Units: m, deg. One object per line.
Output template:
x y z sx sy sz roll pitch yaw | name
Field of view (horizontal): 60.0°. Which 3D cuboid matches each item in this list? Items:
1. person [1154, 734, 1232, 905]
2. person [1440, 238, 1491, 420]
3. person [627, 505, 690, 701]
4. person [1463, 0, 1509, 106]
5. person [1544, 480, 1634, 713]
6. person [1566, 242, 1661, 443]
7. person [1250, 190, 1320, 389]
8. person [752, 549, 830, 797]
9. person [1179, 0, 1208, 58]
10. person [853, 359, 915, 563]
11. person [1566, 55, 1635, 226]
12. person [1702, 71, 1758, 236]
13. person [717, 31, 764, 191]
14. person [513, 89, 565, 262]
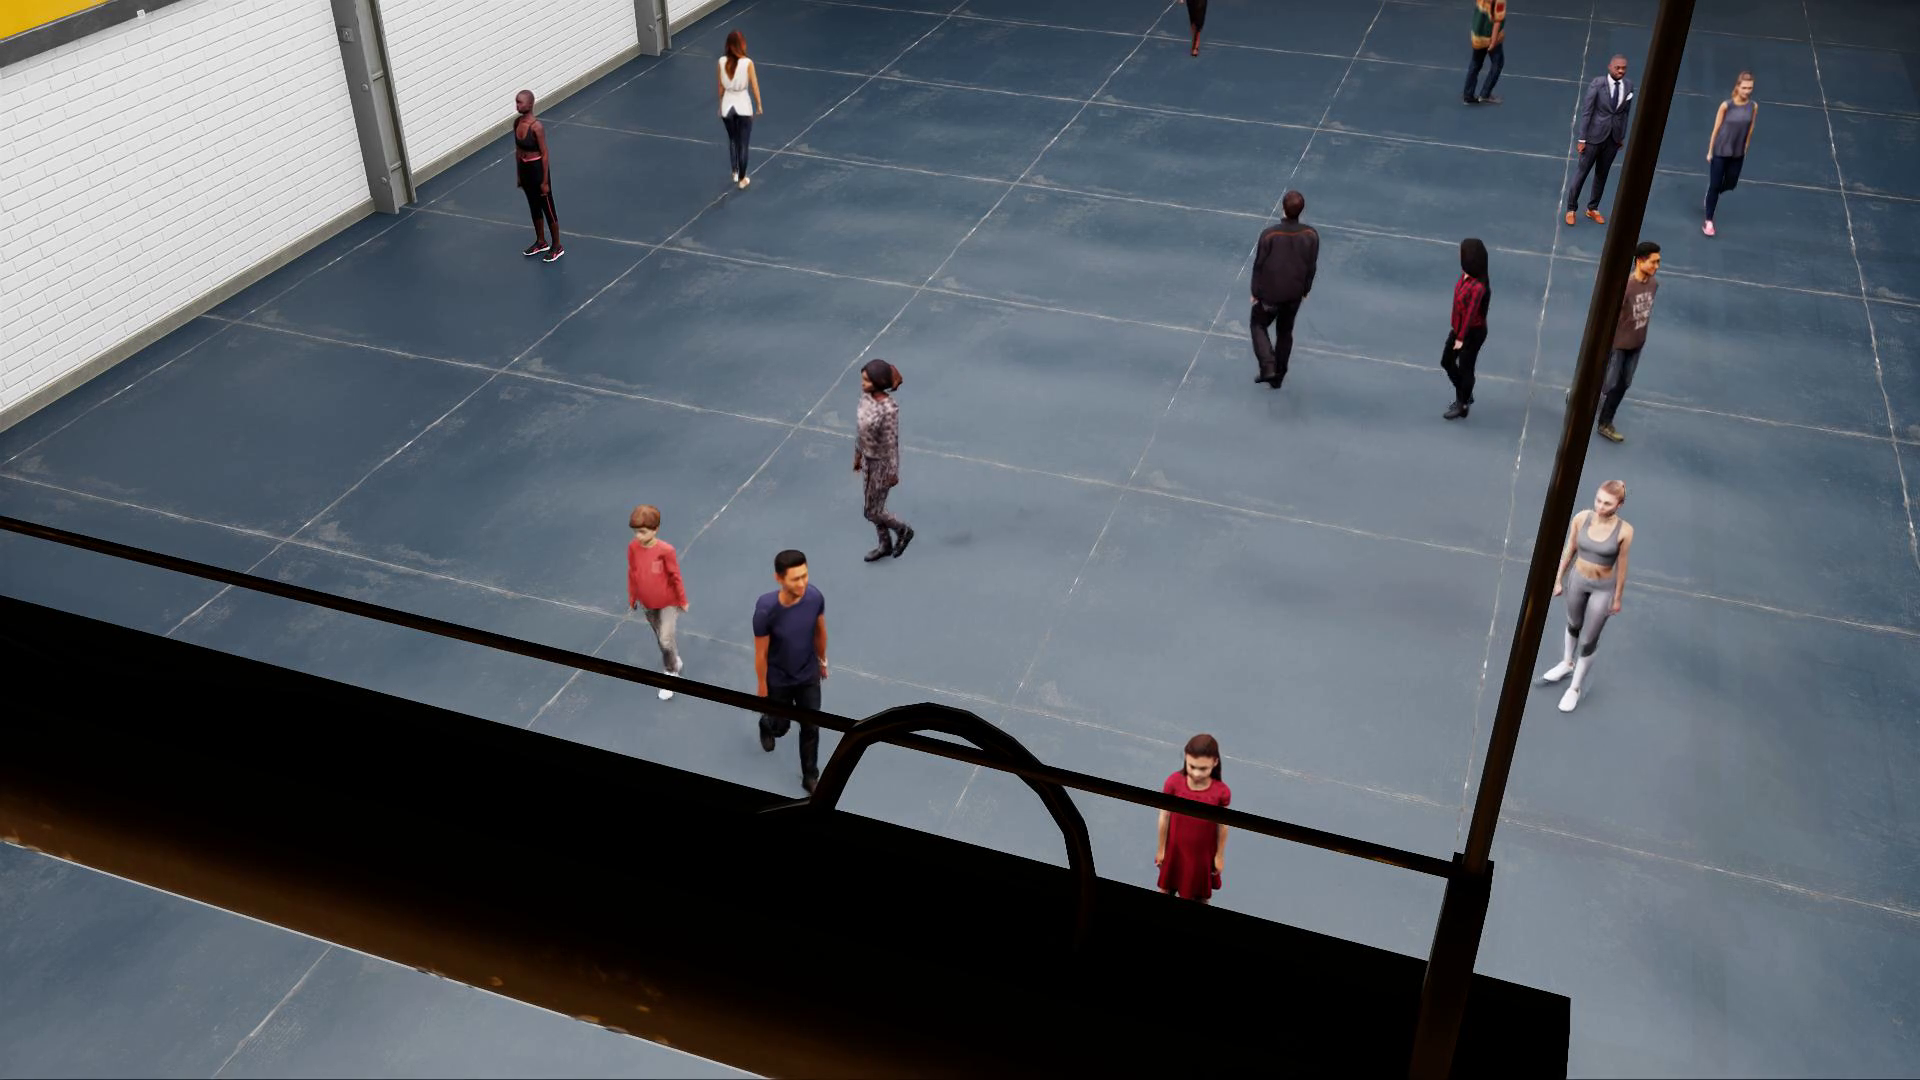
1.265 1.663 9.081 0.576 1.552 0.636 7 34 10 | person
4.417 -1.780 14.182 0.770 1.640 0.675 -5 34 -8 | person
-1.994 0.345 11.199 0.542 1.403 0.622 12 35 17 | person
6.568 -6.361 20.935 0.924 1.793 0.861 -12 35 -17 | person
4.192 0.302 11.004 0.734 1.690 0.859 28 43 35 | person
5.477 -1.691 13.930 0.912 1.770 0.965 -16 37 -23 | person
2.821 -2.129 14.536 0.874 1.829 0.894 -4 34 -6 | person
-1.068 0.783 10.203 1.023 1.775 1.058 -18 37 -25 | person
3.259 -7.504 22.806 0.657 1.625 0.924 7 34 11 | person
-0.525 -0.582 12.321 0.808 1.704 0.745 -17 37 -24 | person
6.865 -4.298 17.803 0.785 1.824 0.765 -4 34 -6 | person
8.112 -4.118 17.636 0.674 1.710 0.901 4 34 6 | person
-2.500 -4.756 18.533 0.675 1.779 0.644 5 34 8 | person
-4.340 -3.746 17.032 0.641 1.758 0.605 21 39 28 | person
